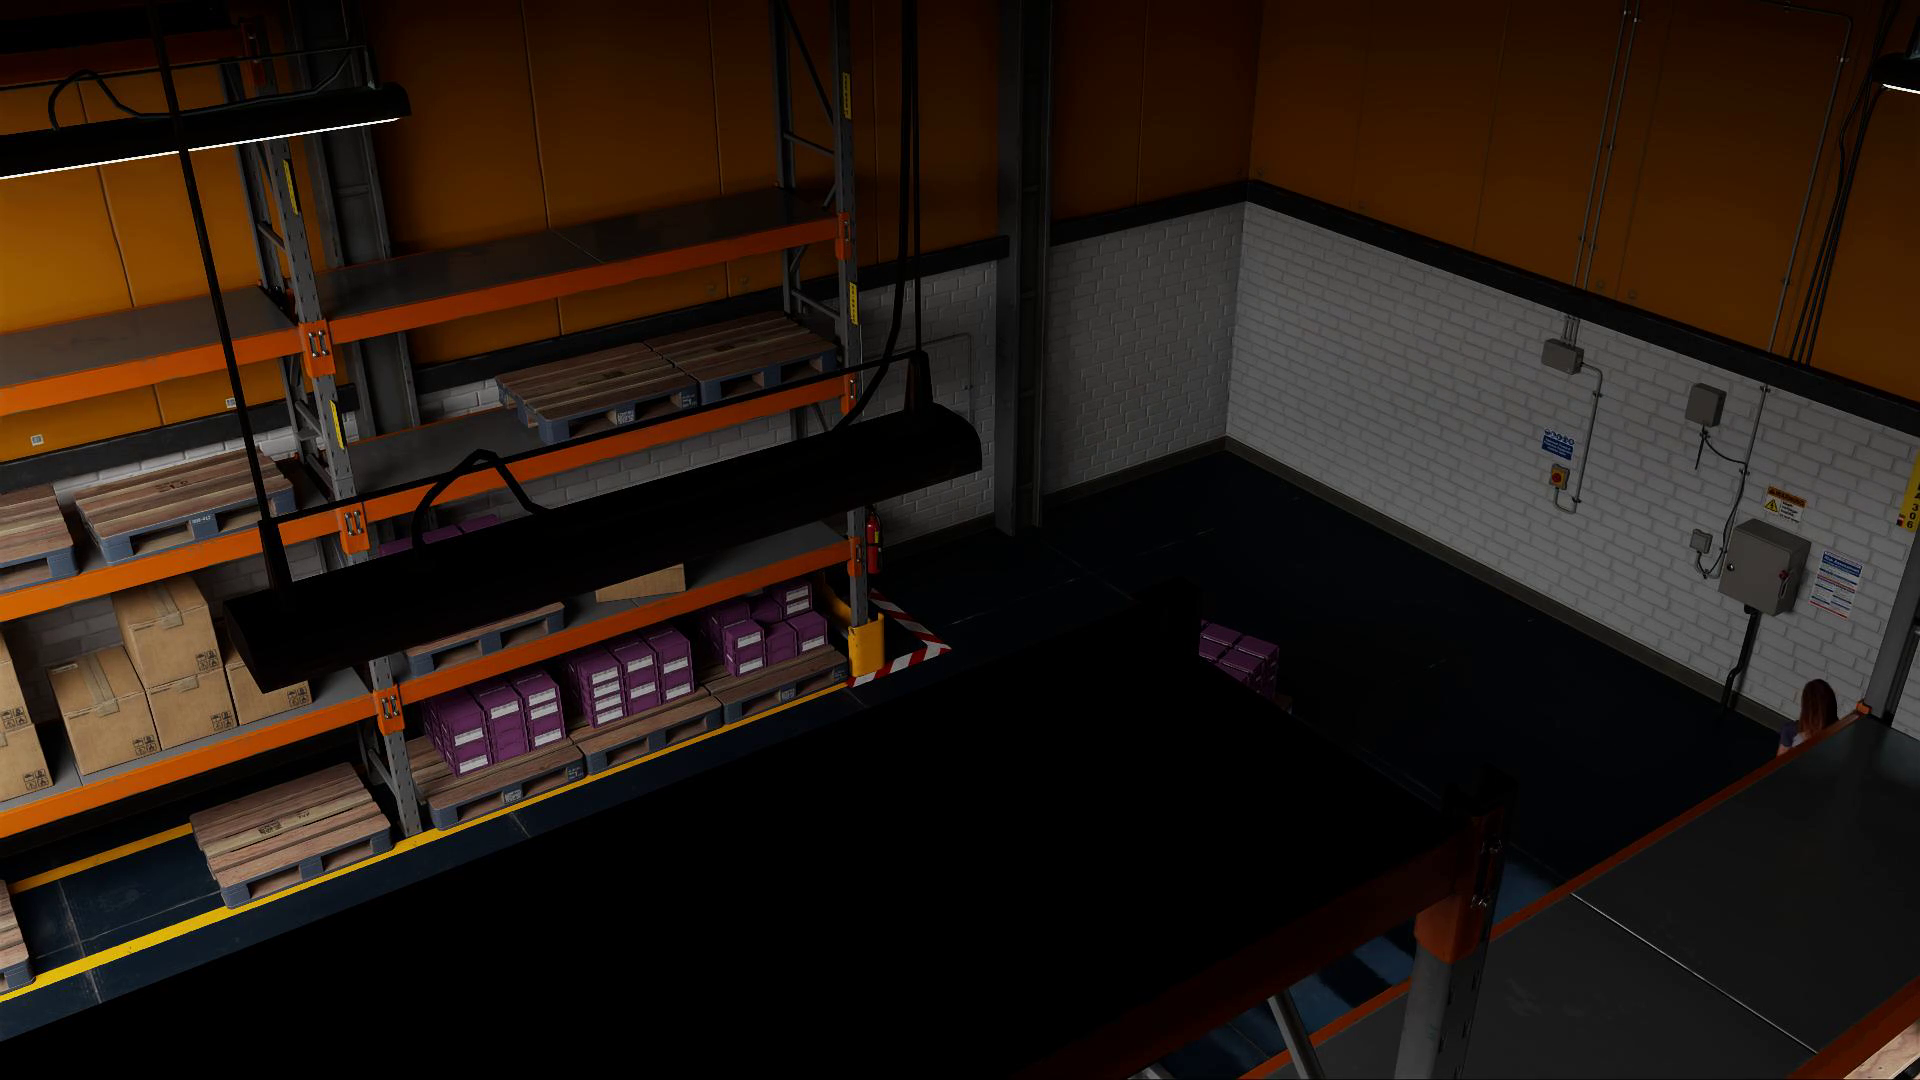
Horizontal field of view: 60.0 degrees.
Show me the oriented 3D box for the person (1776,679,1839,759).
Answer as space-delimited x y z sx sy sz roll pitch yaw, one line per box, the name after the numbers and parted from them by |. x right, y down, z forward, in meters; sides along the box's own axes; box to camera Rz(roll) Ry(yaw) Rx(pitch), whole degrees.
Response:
5.863 1.805 11.569 1.060 1.680 1.067 2 29 4 | person
